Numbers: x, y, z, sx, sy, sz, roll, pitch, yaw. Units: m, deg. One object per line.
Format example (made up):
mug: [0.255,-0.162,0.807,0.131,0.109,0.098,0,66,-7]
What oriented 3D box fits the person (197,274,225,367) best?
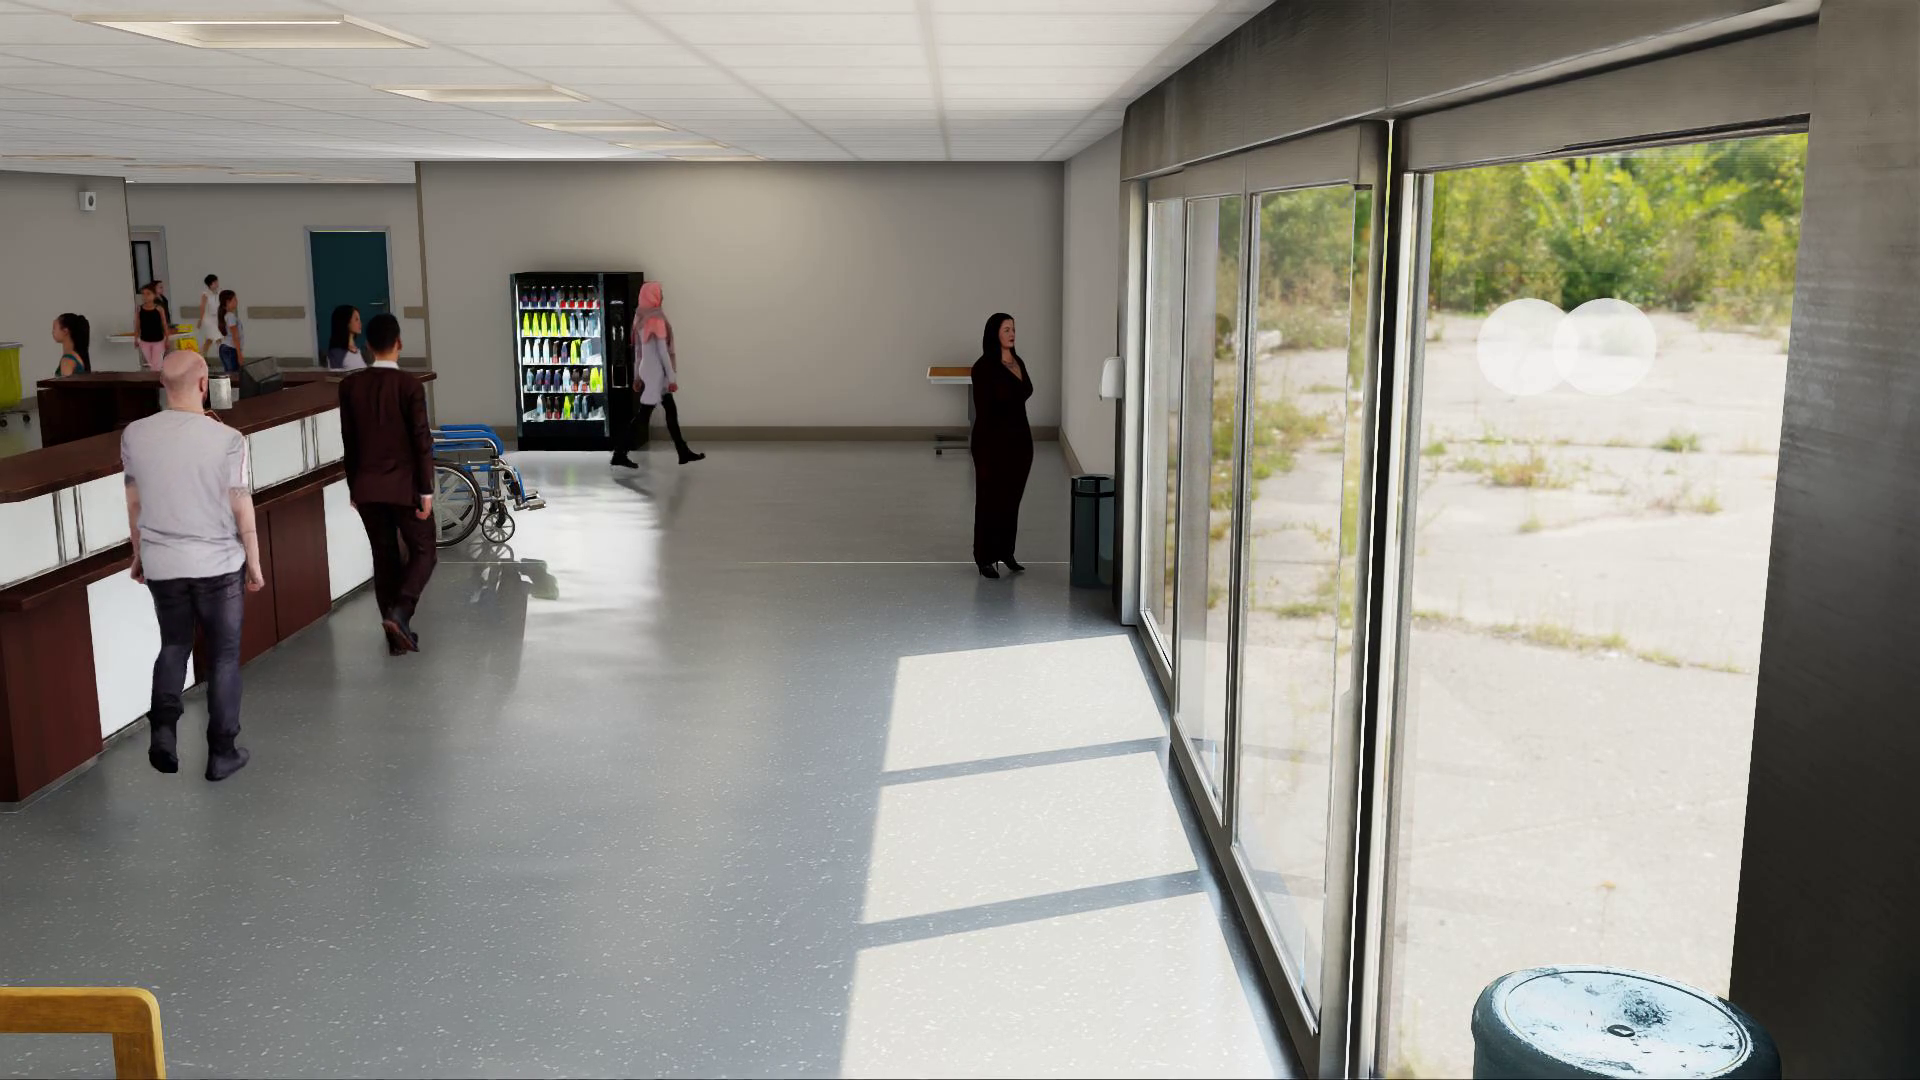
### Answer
person: [-12.107,-3.476,26.797,1.146,1.490,0.750,2,11,11]

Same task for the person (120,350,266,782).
person: [-3.207,0.135,6.871,0.685,1.823,0.727,0,11,-1]

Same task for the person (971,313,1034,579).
person: [0.264,-0.637,11.119,0.788,1.758,0.768,7,13,33]

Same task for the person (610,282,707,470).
person: [-2.972,-1.497,15.662,1.290,1.752,1.072,-7,13,-32]

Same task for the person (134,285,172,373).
person: [-10.631,-2.572,21.965,0.977,1.515,0.651,-1,11,-5]

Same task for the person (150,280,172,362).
person: [-12.507,-3.313,25.964,0.566,1.481,0.599,3,11,15]

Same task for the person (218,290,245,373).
person: [-8.846,-2.264,20.213,0.675,1.563,0.625,-9,14,-39]

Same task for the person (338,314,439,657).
person: [-3.068,-0.263,8.893,0.766,1.852,0.763,1,11,4]

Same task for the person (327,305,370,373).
person: [-4.958,-1.025,13.338,0.777,1.693,0.593,0,11,-2]

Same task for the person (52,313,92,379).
person: [-6.475,-0.827,12.368,1.002,1.665,0.744,-4,11,-18]
